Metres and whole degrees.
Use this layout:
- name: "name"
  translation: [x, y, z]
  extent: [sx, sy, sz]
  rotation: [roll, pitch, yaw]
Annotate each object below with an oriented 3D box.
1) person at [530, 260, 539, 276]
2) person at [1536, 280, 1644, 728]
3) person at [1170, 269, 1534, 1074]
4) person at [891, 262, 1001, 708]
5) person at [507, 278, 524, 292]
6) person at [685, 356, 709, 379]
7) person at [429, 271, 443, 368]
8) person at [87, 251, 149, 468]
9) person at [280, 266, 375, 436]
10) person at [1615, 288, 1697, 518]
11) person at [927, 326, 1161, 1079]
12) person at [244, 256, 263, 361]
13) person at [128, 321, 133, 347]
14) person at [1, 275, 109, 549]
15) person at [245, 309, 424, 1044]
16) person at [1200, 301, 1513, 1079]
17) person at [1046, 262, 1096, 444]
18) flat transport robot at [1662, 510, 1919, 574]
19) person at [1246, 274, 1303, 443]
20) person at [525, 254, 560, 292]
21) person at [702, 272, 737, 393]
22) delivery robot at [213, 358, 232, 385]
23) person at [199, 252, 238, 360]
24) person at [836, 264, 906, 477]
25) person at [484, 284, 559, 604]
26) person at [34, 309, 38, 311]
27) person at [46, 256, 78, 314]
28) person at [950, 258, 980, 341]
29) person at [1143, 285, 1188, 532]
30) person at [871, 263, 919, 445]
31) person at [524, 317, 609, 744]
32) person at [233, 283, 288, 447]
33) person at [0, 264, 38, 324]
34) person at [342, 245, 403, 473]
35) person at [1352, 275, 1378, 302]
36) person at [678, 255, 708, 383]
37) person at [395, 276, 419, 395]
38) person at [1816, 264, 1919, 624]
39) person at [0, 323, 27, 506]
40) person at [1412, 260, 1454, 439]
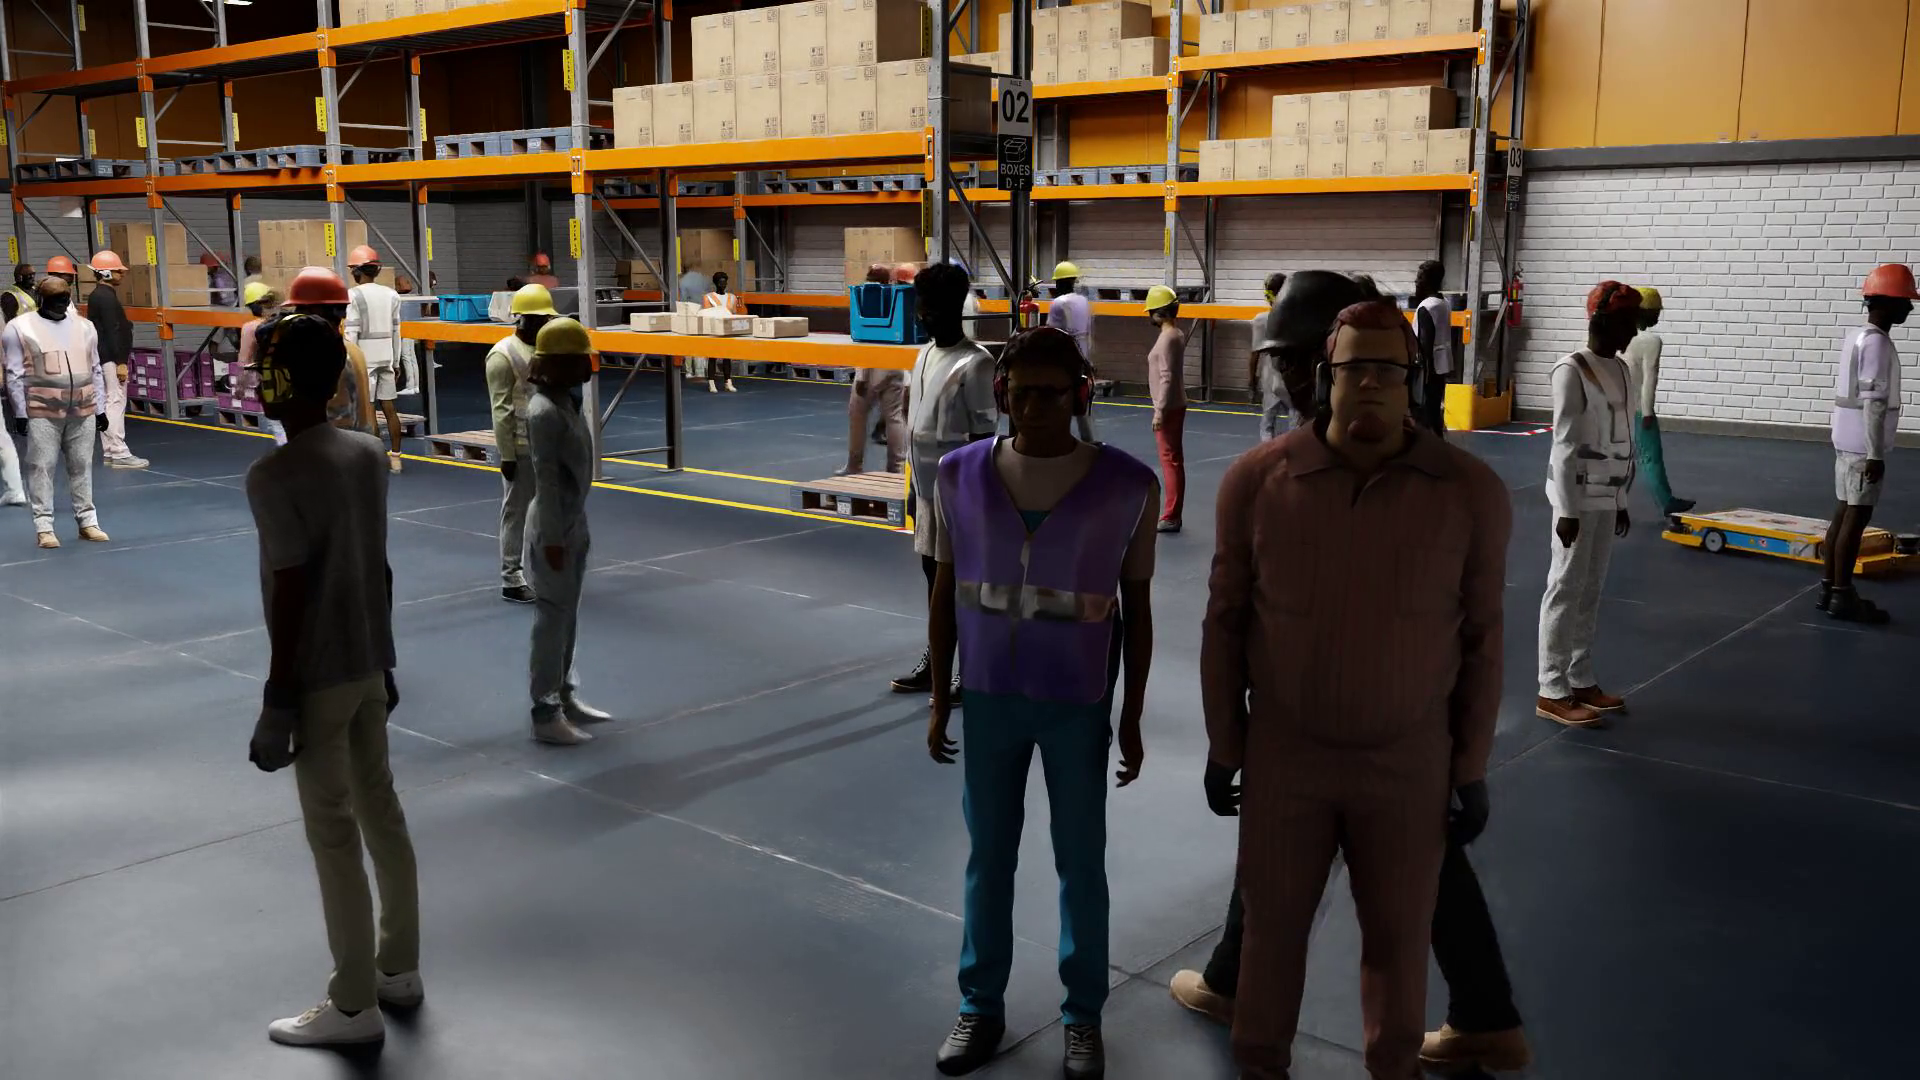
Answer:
- name: "person"
  translation: [-7.197, -3.877, 28.475]
  extent: [0.403, 1.823, 0.586]
  rotation: [10, 14, 44]
- name: "person"
  translation: [2.702, -0.158, 7.119]
  extent: [0.354, 1.887, 0.573]
  rotation: [9, 13, 42]
- name: "person"
  translation: [1.020, 0.295, 4.100]
  extent: [0.947, 2.000, 0.691]
  rotation: [9, 14, 43]
- name: "person"
  translation: [-0.060, -0.243, 7.384]
  extent: [0.367, 1.964, 0.603]
  rotation: [-6, 12, -32]
- name: "person"
  translation: [-5.411, -2.374, 20.372]
  extent: [0.828, 1.648, 0.542]
  rotation: [5, 11, 28]
- name: "person"
  translation: [-4.085, -3.316, 25.856]
  extent: [0.283, 1.629, 0.503]
  rotation: [7, 12, 33]
- name: "person"
  translation: [-8.983, -3.735, 28.203]
  extent: [0.278, 1.634, 0.498]
  rotation: [0, 10, -1]
- name: "person"
  translation: [-7.814, -1.658, 15.350]
  extent: [0.375, 1.995, 0.611]
  rotation: [-8, 13, -38]
- name: "person"
  translation: [-2.877, -0.278, 7.653]
  extent: [0.374, 1.938, 0.547]
  rotation: [-2, 10, -9]
- name: "person"
  translation: [5.048, -0.990, 12.297]
  extent: [0.882, 1.717, 0.551]
  rotation: [-3, 10, -17]
- name: "person"
  translation: [0.197, 0.399, 4.078]
  extent: [0.566, 1.841, 0.388]
  rotation: [2, 10, 14]
- name: "person"
  translation: [-9.651, -2.953, 22.982]
  extent: [0.659, 1.912, 0.706]
  rotation: [-9, 14, -43]
- name: "person"
  translation: [-13.465, -3.581, 26.605]
  extent: [0.565, 1.882, 0.975]
  rotation: [0, 10, -1]
- name: "person"
  translation: [-6.127, -0.874, 11.333]
  extent: [0.429, 1.841, 0.624]
  rotation: [8, 13, 38]
- name: "person"
  translation: [-1.614, 0.364, 4.226]
  extent: [0.333, 1.862, 0.515]
  rotation: [2, 10, 14]
- name: "person"
  translation: [0.835, 0.451, 3.583]
  extent: [0.643, 1.913, 0.411]
  rotation: [2, 10, 12]
- name: "person"
  translation: [0.995, -1.806, 16.519]
  extent: [0.966, 1.876, 0.613]
  rotation: [7, 12, 34]
- name: "flat transport robot"
  translation: [5.433, -0.015, 10.903]
  extent: [0.652, 0.197, 1.431]
  rotation: [-6, 11, -29]
- name: "person"
  translation: [2.544, -1.166, 13.055]
  extent: [0.537, 1.821, 0.585]
  rotation: [-2, 10, -12]
- name: "person"
  translation: [-6.555, -3.536, 26.230]
  extent: [0.621, 1.936, 1.063]
  rotation: [-7, 12, -36]
- name: "person"
  translation: [-3.350, -2.904, 23.293]
  extent: [0.534, 1.698, 0.318]
  rotation: [-7, 12, -34]
- name: "delivery robot"
  translation: [-10.463, -2.360, 23.181]
  extent: [0.707, 0.478, 0.477]
  rotation: [-6, 11, -29]
- name: "person"
  translation: [-10.796, -3.236, 24.439]
  extent: [1.011, 1.976, 0.684]
  rotation: [-4, 11, -21]
- name: "person"
  translation: [-0.764, -1.460, 14.548]
  extent: [0.657, 1.885, 0.712]
  rotation: [-8, 13, -40]
- name: "person"
  translation: [-2.446, -0.550, 9.551]
  extent: [0.404, 1.823, 0.590]
  rotation: [4, 11, 23]
- name: "person"
  translation: [-10.219, -2.099, 18.918]
  extent: [0.592, 1.613, 0.534]
  rotation: [8, 13, 38]
- name: "person"
  translation: [-9.454, -2.023, 17.596]
  extent: [0.361, 1.935, 0.552]
  rotation: [-3, 10, -16]
- name: "person"
  translation: [-0.080, -1.593, 15.120]
  extent: [0.625, 1.940, 0.416]
  rotation: [-8, 13, -39]
- name: "person"
  translation: [1.458, -0.931, 11.887]
  extent: [0.331, 1.760, 0.522]
  rotation: [3, 10, 15]
- name: "person"
  translation: [-0.599, -1.861, 16.871]
  extent: [0.552, 1.876, 1.033]
  rotation: [-10, 14, -43]
- name: "person"
  translation: [-1.629, -0.045, 6.886]
  extent: [0.322, 1.743, 0.493]
  rotation: [0, 10, 1]
- name: "person"
  translation: [-5.892, -1.310, 14.145]
  extent: [0.743, 1.726, 0.528]
  rotation: [5, 11, 28]
- name: "person"
  translation: [-11.154, -2.384, 19.954]
  extent: [0.429, 1.836, 0.628]
  rotation: [1, 10, 7]
- name: "person"
  translation: [-5.248, -1.584, 14.790]
  extent: [0.383, 2.041, 0.616]
  rotation: [6, 11, 29]
- name: "person"
  translation: [2.656, -0.838, 11.106]
  extent: [0.514, 1.845, 0.338]
  rotation: [6, 12, 31]
- name: "person"
  translation: [-4.016, -3.303, 24.933]
  extent: [0.449, 1.919, 0.656]
  rotation: [5, 11, 27]
- name: "person"
  translation: [-7.701, -2.831, 23.059]
  extent: [0.265, 1.632, 0.508]
  rotation: [0, 10, 2]
- name: "person"
  translation: [4.958, -0.523, 9.058]
  extent: [0.370, 1.933, 0.550]
  rotation: [3, 10, 17]
- name: "person"
  translation: [-7.797, -1.192, 13.032]
  extent: [0.951, 1.877, 0.599]
  rotation: [4, 11, 20]
- name: "person"
  translation: [4.001, -1.417, 14.191]
  extent: [0.392, 1.922, 0.592]
  rotation: [5, 11, 27]
